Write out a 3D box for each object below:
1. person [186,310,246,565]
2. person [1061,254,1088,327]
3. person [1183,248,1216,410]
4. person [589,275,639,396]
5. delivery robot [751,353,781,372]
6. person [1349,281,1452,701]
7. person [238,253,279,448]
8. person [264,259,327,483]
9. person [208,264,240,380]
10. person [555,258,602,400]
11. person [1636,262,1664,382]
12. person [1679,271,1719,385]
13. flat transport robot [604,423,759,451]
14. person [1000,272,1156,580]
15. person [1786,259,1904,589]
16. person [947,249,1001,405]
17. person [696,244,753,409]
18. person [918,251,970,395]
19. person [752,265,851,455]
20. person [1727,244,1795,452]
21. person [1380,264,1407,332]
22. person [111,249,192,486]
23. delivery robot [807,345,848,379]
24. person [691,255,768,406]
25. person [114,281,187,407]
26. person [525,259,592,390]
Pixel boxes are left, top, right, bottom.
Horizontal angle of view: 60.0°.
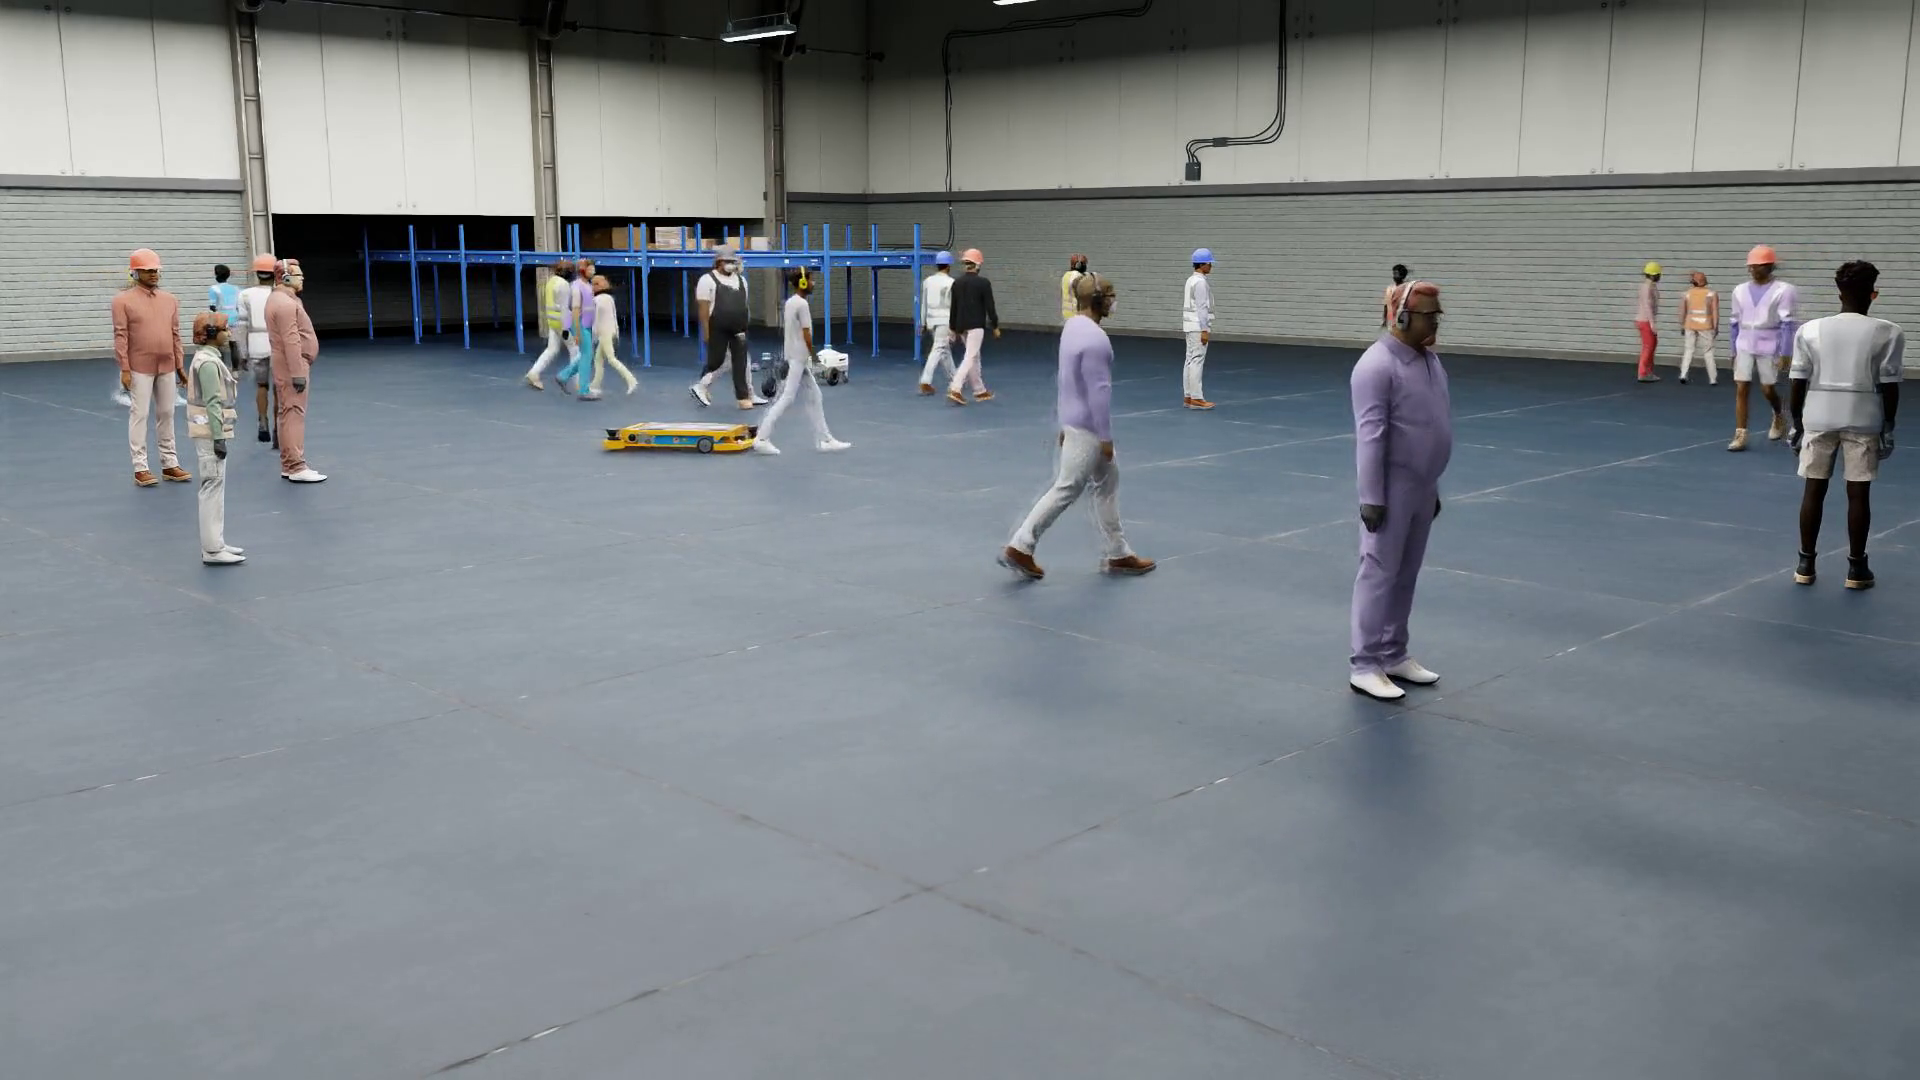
[{"bbox_3d":[-4.837,-0.667,10.794,0.318,1.631,0.513,-5,11,-25],"label":"person"},{"bbox_3d":[1.713,-3.257,24.355,0.430,1.837,0.619,-3,11,-16],"label":"person"},{"bbox_3d":[2.928,-2.591,20.403,0.389,1.949,0.604,-1,10,-6],"label":"person"},{"bbox_3d":[-4.645,-2.712,22.020,0.832,1.594,0.499,3,11,14],"label":"person"},{"bbox_3d":[-2.585,-2.378,22.202,0.335,0.223,0.698,6,12,29],"label":"delivery robot"},{"bbox_3d":[2.056,-0.237,7.691,0.403,1.904,0.651,9,14,40],"label":"person"},{"bbox_3d":[-6.900,-1.894,16.656,0.566,1.925,0.427,-2,11,-9],"label":"person"},{"bbox_3d":[-5.744,-1.462,14.362,0.407,1.910,0.639,-6,12,-30],"label":"person"},{"bbox_3d":[-10.781,-3.181,24.336,0.472,1.679,0.563,6,12,30],"label":"person"},{"bbox_3d":[-4.926,-2.716,21.442,0.556,1.819,0.611,0,10,0],"label":"person"},{"bbox_3d":[10.012,-3.166,24.142,0.340,1.737,0.588,6,12,30],"label":"person"},{"bbox_3d":[10.471,-2.998,23.586,0.557,1.608,0.502,8,13,36],"label":"person"},{"bbox_3d":[-2.770,-1.041,16.651,1.431,0.197,0.652,2,10,8],"label":"flat transport robot"},{"bbox_3d":[0.714,-0.698,10.259,0.994,1.902,0.642,-1,10,-7],"label":"person"},{"bbox_3d":[5.335,-0.701,10.061,0.608,1.963,0.372,8,13,36],"label":"person"},{"bbox_3d":[0.124,-2.690,20.971,0.624,1.951,1.023,10,14,43],"label":"person"},{"bbox_3d":[-2.910,-2.638,20.529,0.693,2.000,0.839,-7,13,-35],"label":"person"},{"bbox_3d":[-0.229,-2.912,22.303,1.026,1.896,0.632,-10,14,-43],"label":"person"},{"bbox_3d":[-1.588,-1.748,16.192,0.987,1.832,0.511,-3,11,-14],"label":"person"},{"bbox_3d":[7.953,-1.908,16.487,0.767,2.027,0.613,-9,14,-41],"label":"person"},{"bbox_3d":[6.463,-3.223,24.555,0.418,1.683,0.533,-5,12,-27],"label":"person"},{"bbox_3d":[-6.905,-1.480,14.222,0.379,1.996,0.610,6,12,29],"label":"person"},{"bbox_3d":[-1.899,-2.558,23.889,0.477,0.478,0.707,5,12,25],"label":"delivery robot"},{"bbox_3d":[-2.889,-2.596,20.651,0.903,1.871,0.654,-3,11,-14],"label":"person"},{"bbox_3d":[-10.106,-2.508,20.624,0.889,1.702,0.498,0,10,-1],"label":"person"},{"bbox_3d":[-5.509,-2.944,22.771,0.928,1.798,0.642,-7,13,-35],"label":"person"}]
